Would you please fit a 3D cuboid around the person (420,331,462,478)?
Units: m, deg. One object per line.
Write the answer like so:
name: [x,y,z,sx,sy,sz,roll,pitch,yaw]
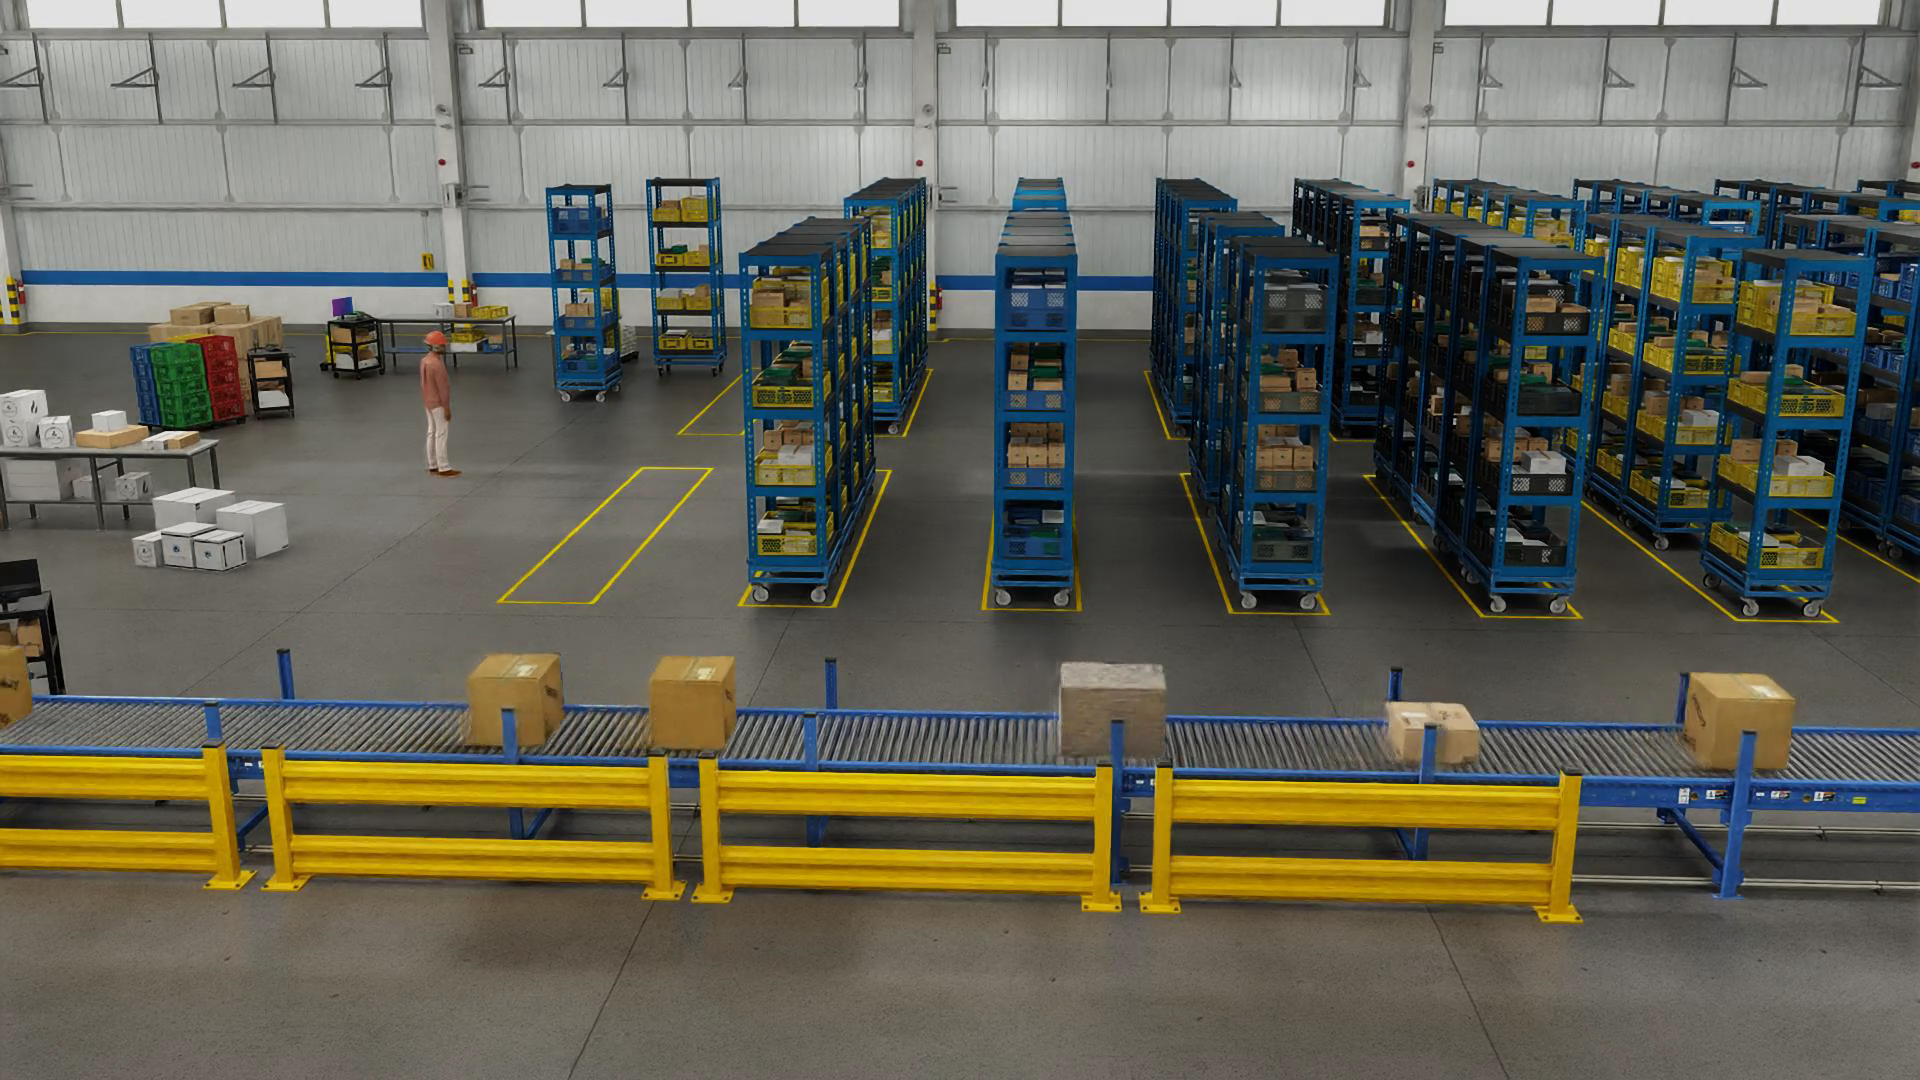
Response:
person: [-7.085,-1.845,22.610,0.393,1.990,0.617,-13,20,-39]
